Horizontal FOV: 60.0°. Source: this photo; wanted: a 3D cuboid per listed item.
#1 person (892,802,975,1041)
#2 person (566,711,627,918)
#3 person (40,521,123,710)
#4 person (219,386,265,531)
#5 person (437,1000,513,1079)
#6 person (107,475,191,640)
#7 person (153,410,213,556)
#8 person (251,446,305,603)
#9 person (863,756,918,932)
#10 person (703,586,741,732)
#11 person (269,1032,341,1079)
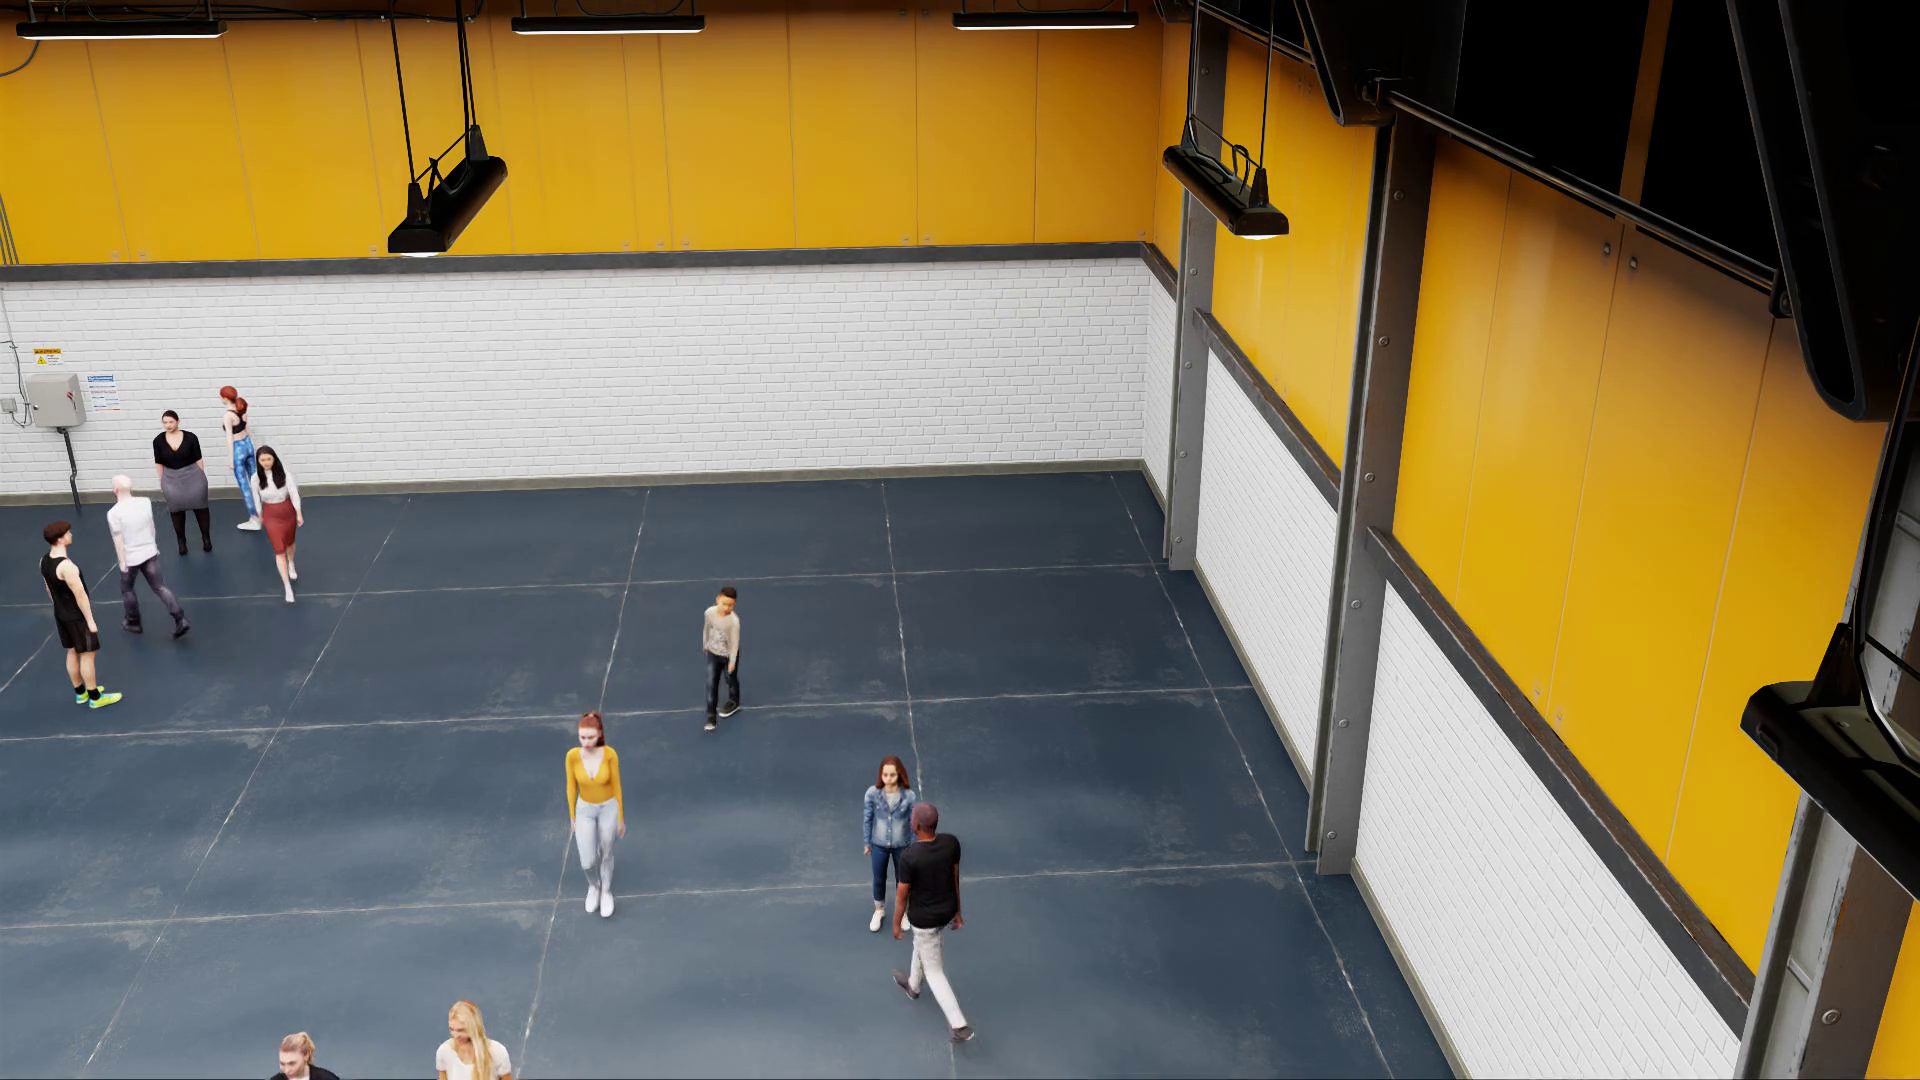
[{"bbox_3d":[-0.158,2.681,11.546,1.111,1.762,1.313,-17,29,-34],"label":"person"},{"bbox_3d":[-2.803,2.090,12.924,0.596,1.739,0.589,-4,24,-9],"label":"person"},{"bbox_3d":[-8.475,0.710,15.895,0.769,1.890,0.788,14,27,29],"label":"person"},{"bbox_3d":[-8.599,-0.999,19.938,0.689,1.781,0.577,6,24,13],"label":"person"},{"bbox_3d":[-2.798,3.412,9.856,0.779,1.775,1.203,3,24,6],"label":"person"},{"bbox_3d":[-8.416,0.205,17.152,1.158,1.807,1.227,12,27,26],"label":"person"},{"bbox_3d":[-8.980,-0.678,19.235,0.723,1.758,0.695,-8,25,-17],"label":"person"},{"bbox_3d":[-7.468,-0.226,18.280,0.877,1.693,1.200,-11,26,-24],"label":"person"},{"bbox_3d":[-0.527,2.310,12.750,0.583,1.477,0.523,1,24,1],"label":"person"},{"bbox_3d":[-2.225,1.051,15.687,0.796,1.431,0.962,11,26,23],"label":"person"},{"bbox_3d":[-3.721,3.523,9.703,0.655,1.693,0.783,0,24,0],"label":"person"}]
